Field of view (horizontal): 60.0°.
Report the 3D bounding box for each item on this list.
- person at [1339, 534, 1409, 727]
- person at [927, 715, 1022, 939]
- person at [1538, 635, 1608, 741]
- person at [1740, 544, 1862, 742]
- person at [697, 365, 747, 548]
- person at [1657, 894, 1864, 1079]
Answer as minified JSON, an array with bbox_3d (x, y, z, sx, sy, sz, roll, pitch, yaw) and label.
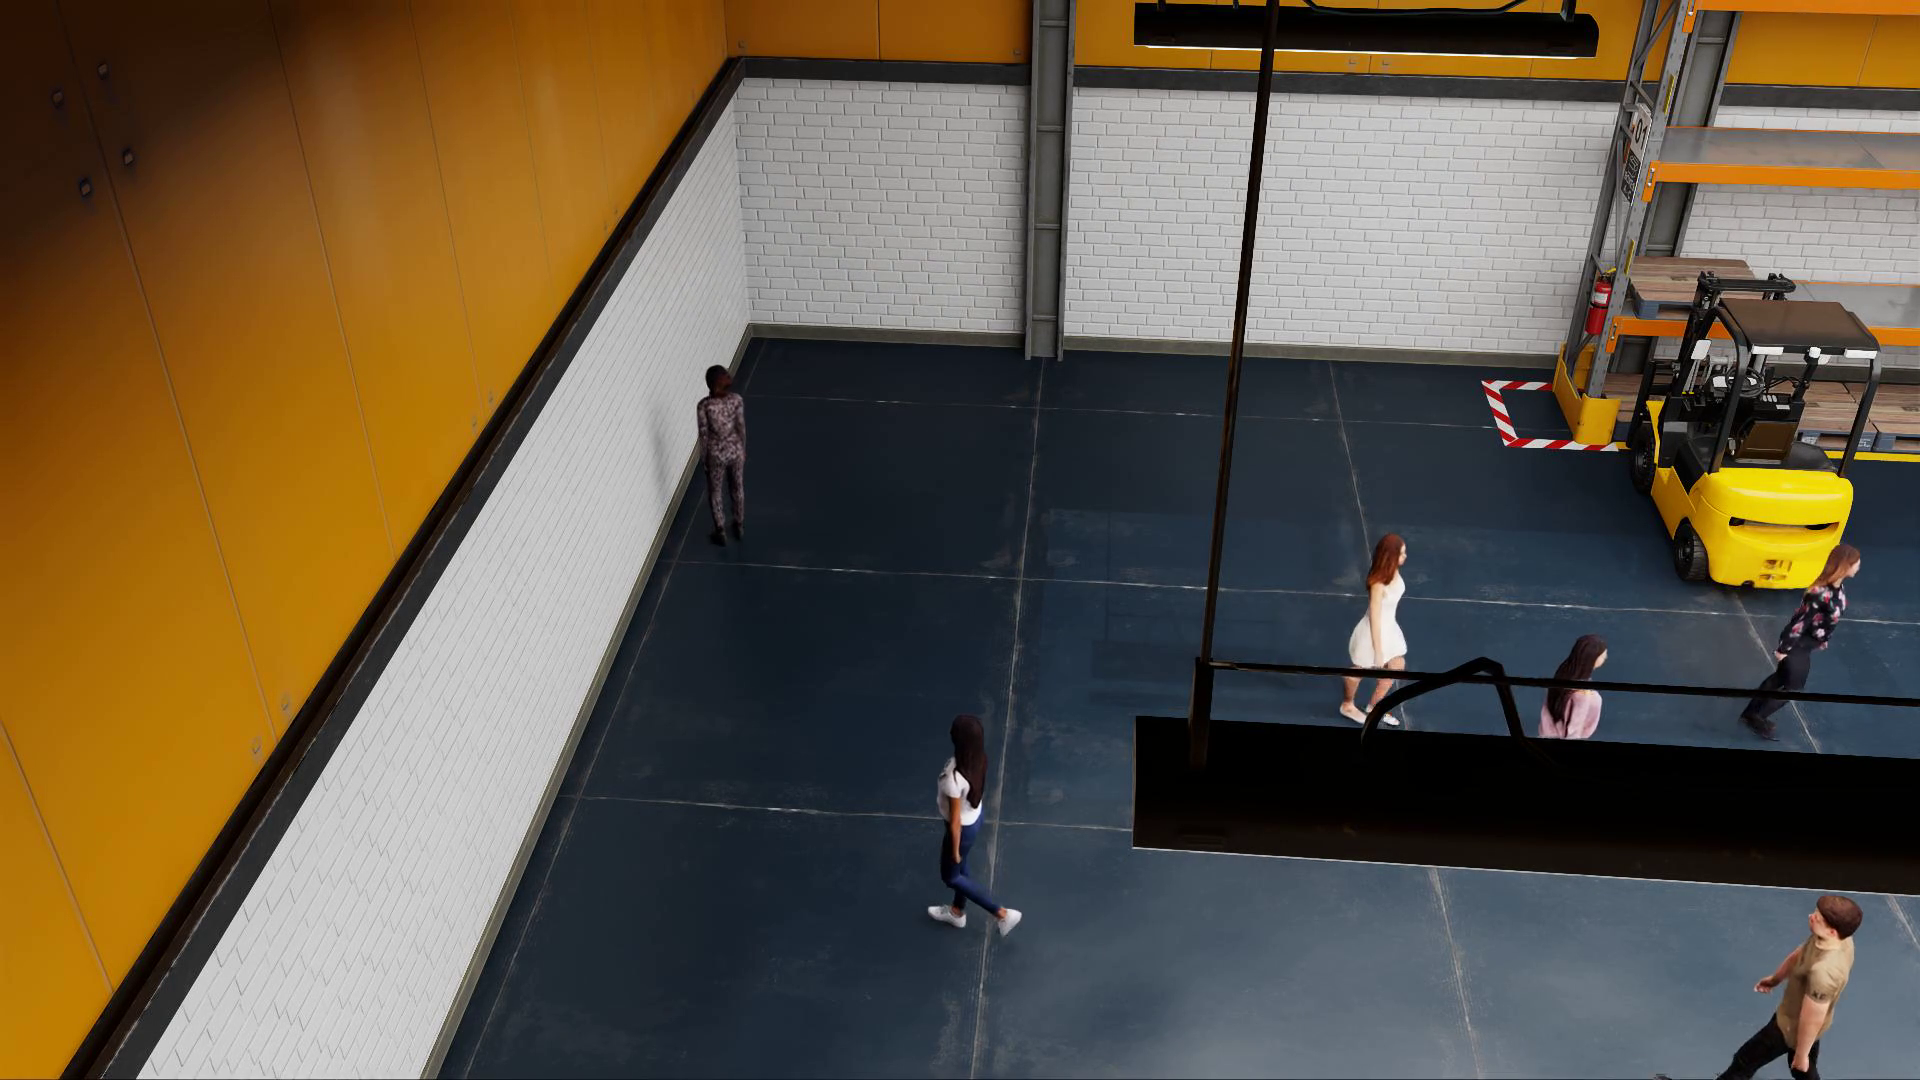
[{"bbox_3d":[2.957,0.647,12.165,0.801,1.697,0.733,24,41,32],"label":"person"},{"bbox_3d":[0.097,1.814,10.351,0.972,1.762,0.760,13,36,19],"label":"person"},{"bbox_3d":[3.872,1.361,10.998,0.644,1.799,0.675,-3,34,-4],"label":"person"},{"bbox_3d":[6.033,0.733,12.079,0.738,1.648,0.789,-25,41,-33],"label":"person"},{"bbox_3d":[-2.007,-0.718,14.201,0.668,1.717,0.748,-13,36,-19],"label":"person"},{"bbox_3d":[4.650,2.662,9.027,1.200,1.815,1.023,23,40,30],"label":"person"}]
